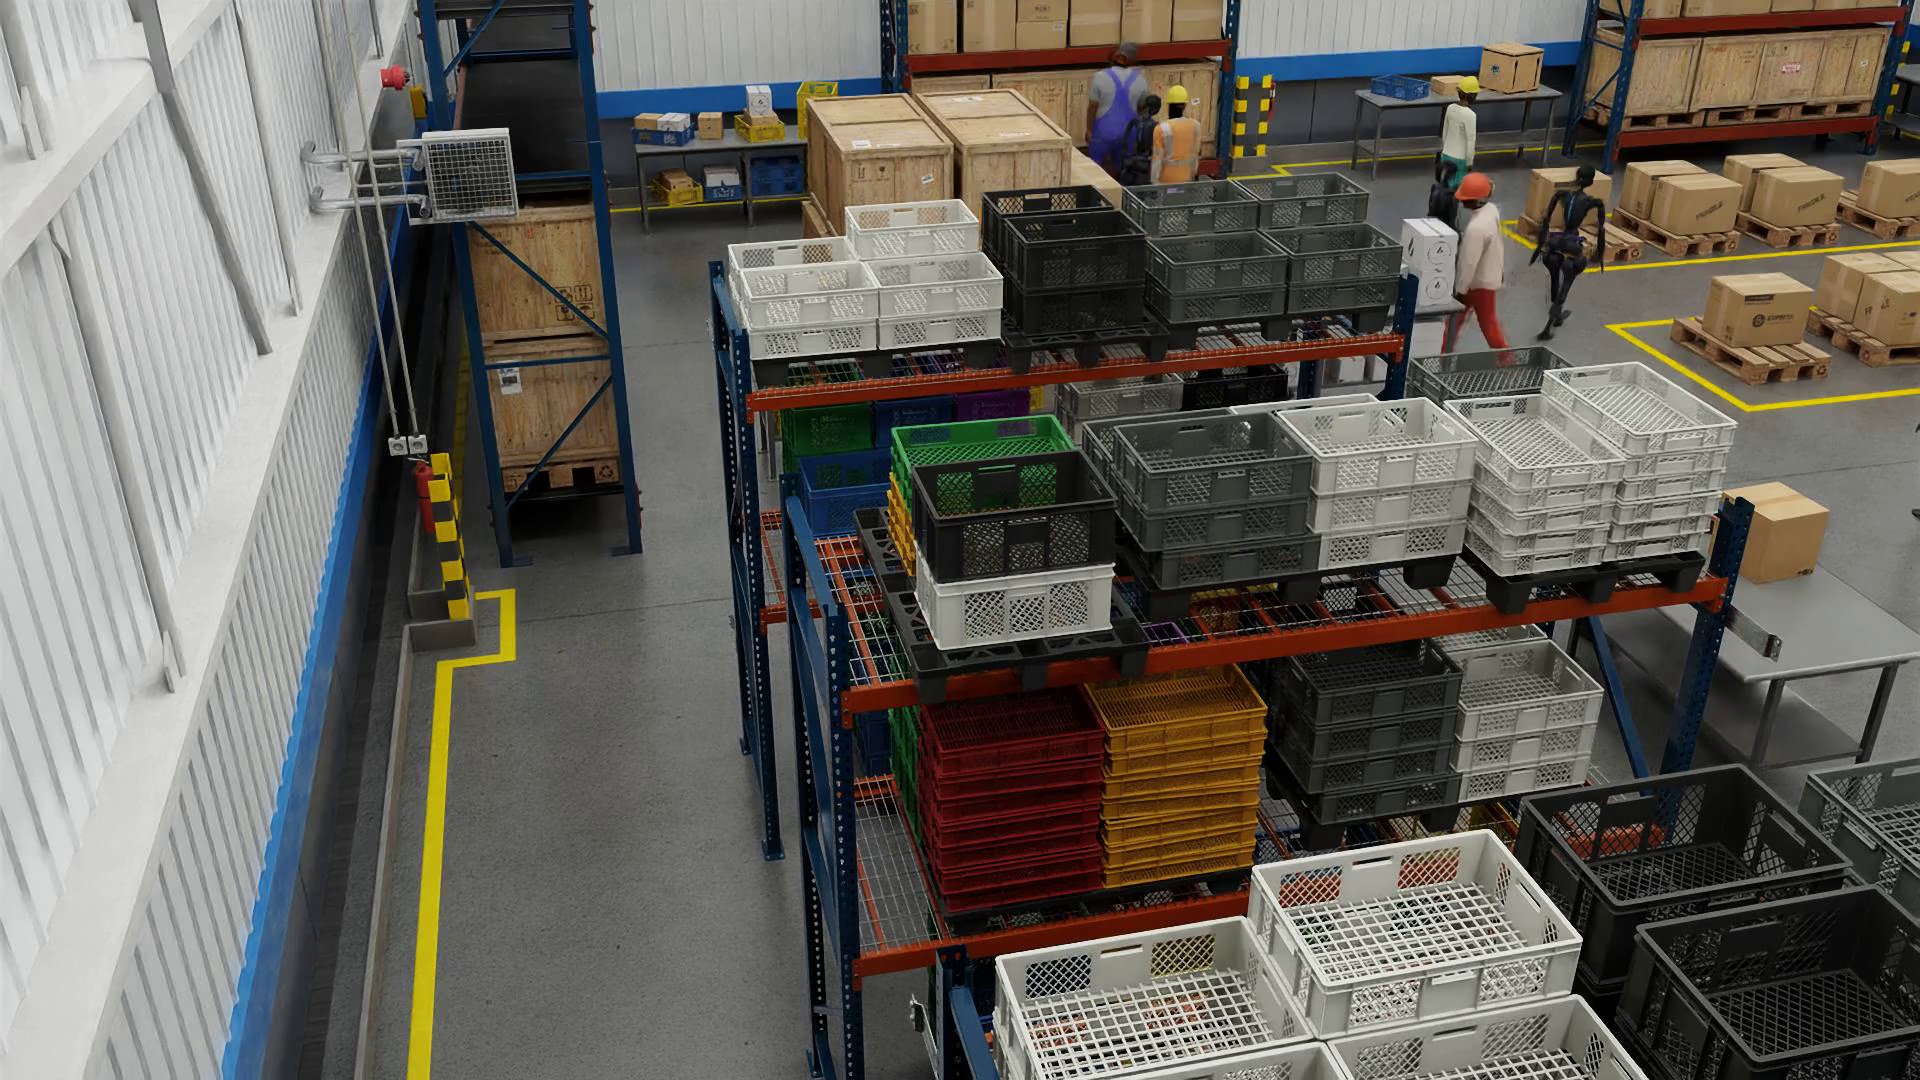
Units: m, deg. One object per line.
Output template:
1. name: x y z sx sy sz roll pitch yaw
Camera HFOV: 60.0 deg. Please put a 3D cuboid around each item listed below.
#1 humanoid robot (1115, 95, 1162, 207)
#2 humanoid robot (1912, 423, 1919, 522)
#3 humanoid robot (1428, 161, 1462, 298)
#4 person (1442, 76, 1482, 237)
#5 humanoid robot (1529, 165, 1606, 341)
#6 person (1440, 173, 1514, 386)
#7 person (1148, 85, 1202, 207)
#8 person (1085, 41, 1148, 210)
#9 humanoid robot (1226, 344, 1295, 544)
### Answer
1. humanoid robot: 1.987 -4.044 18.233 0.581 1.622 0.652 23 36 37
2. humanoid robot: 7.407 -0.895 12.219 0.616 1.657 0.311 8 29 15
3. humanoid robot: 4.598 -2.826 15.956 0.770 1.630 0.611 -8 29 -15
4. person: 5.560 -4.278 18.555 0.313 1.768 0.524 -10 29 -18
5. humanoid robot: 5.750 -2.729 15.749 0.759 1.628 0.614 -24 36 -37
6. person: 4.544 -2.304 14.649 1.009 1.911 0.668 10 29 18
7. person: 2.241 -3.786 17.482 0.609 1.907 0.429 -15 31 -26
8. person: 1.736 -4.789 19.234 0.808 2.000 0.543 -7 29 -12
9. humanoid robot: 2.113 -0.624 11.774 0.548 1.614 0.796 23 35 36
